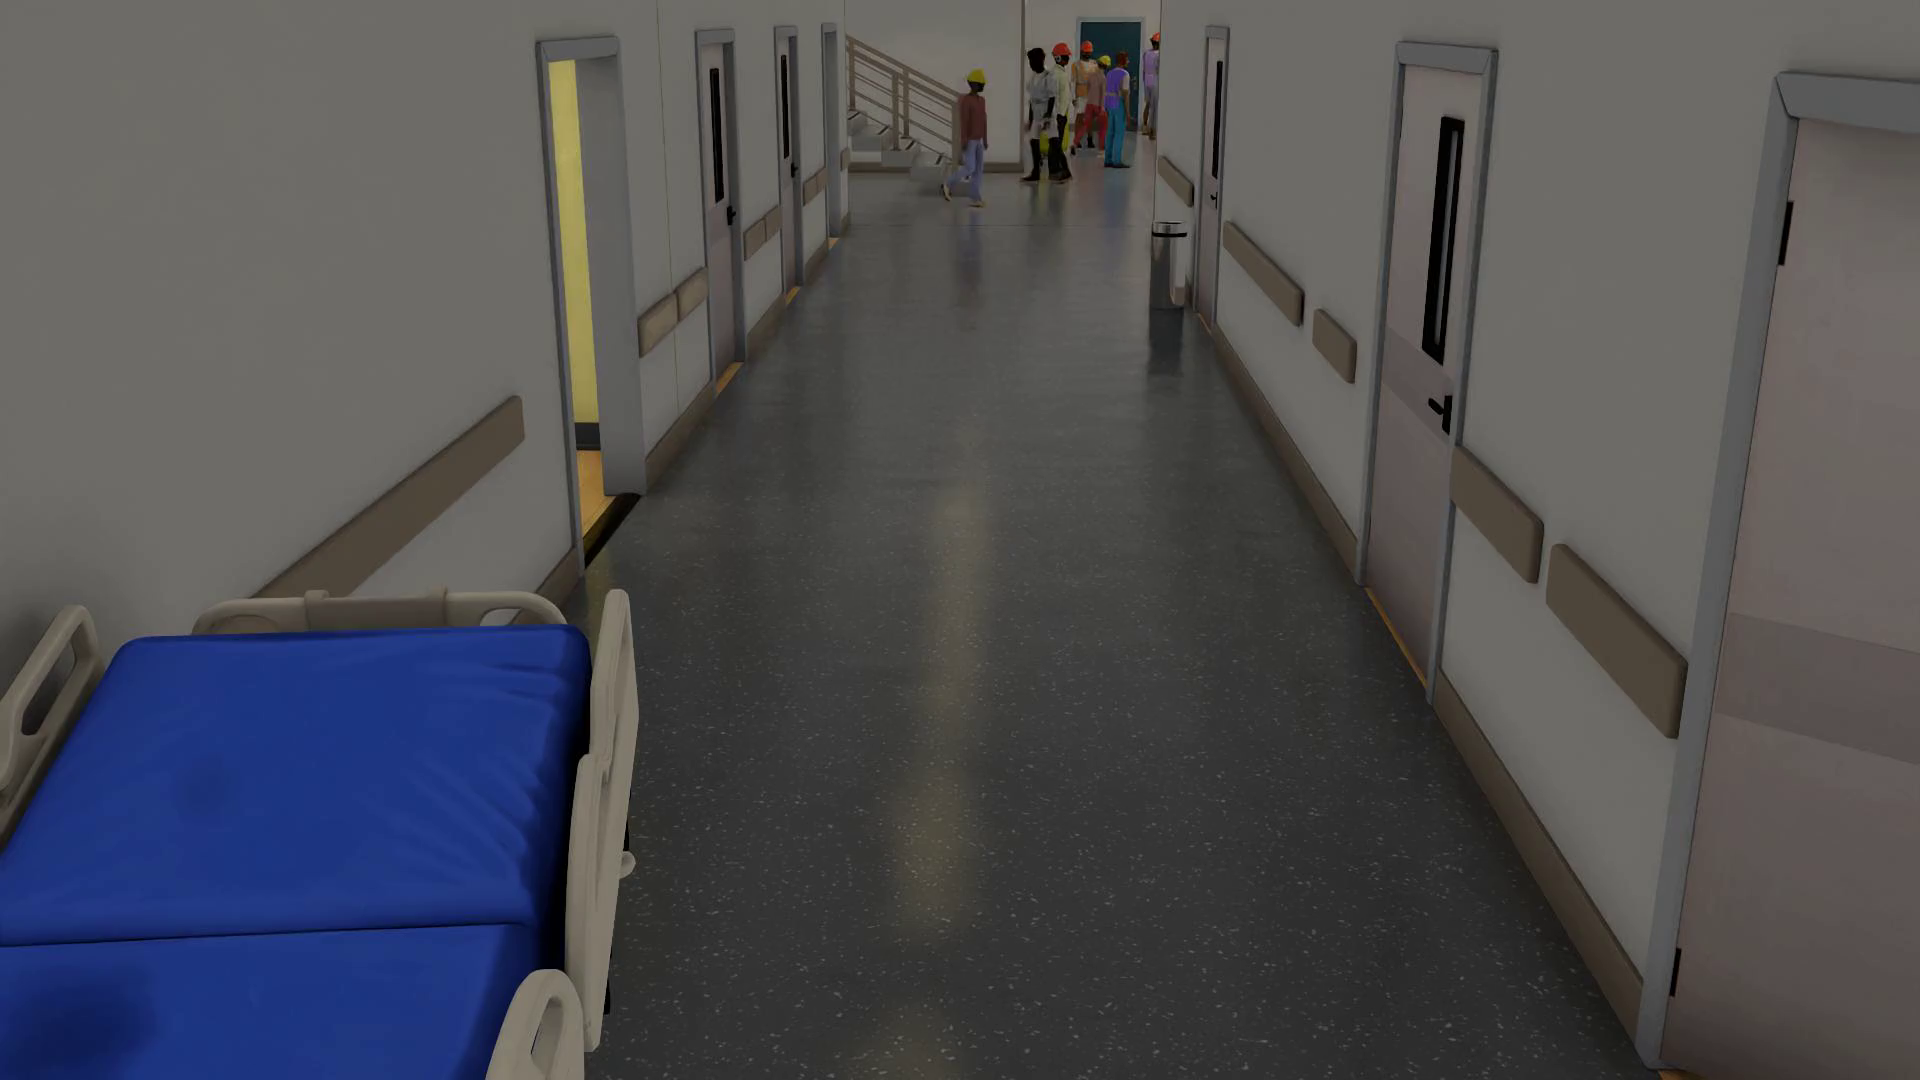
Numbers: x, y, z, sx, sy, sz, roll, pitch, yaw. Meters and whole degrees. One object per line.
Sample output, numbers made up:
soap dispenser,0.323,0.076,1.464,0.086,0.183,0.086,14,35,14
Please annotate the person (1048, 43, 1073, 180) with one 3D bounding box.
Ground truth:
person,1.490,-6.411,24.916,0.382,1.994,0.613,4,18,13

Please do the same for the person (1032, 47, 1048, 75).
person,1.537,-8.669,32.382,0.315,1.770,0.524,8,19,23

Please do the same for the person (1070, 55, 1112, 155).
person,2.319,-7.621,29.168,0.781,1.718,0.541,-15,23,-39

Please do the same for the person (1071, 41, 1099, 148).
person,2.318,-8.215,30.704,0.540,1.930,0.387,-4,18,-13

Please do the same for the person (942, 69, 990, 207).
person,0.109,-5.163,21.408,0.542,1.747,0.529,11,21,30

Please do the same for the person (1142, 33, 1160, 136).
person,3.953,-9.235,33.747,0.407,2.029,0.613,-11,21,-32

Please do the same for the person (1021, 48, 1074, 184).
person,1.270,-6.187,24.312,0.583,1.939,0.840,-11,21,-31

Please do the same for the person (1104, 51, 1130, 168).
person,2.529,-6.918,26.769,0.376,1.836,0.564,-9,20,-27
